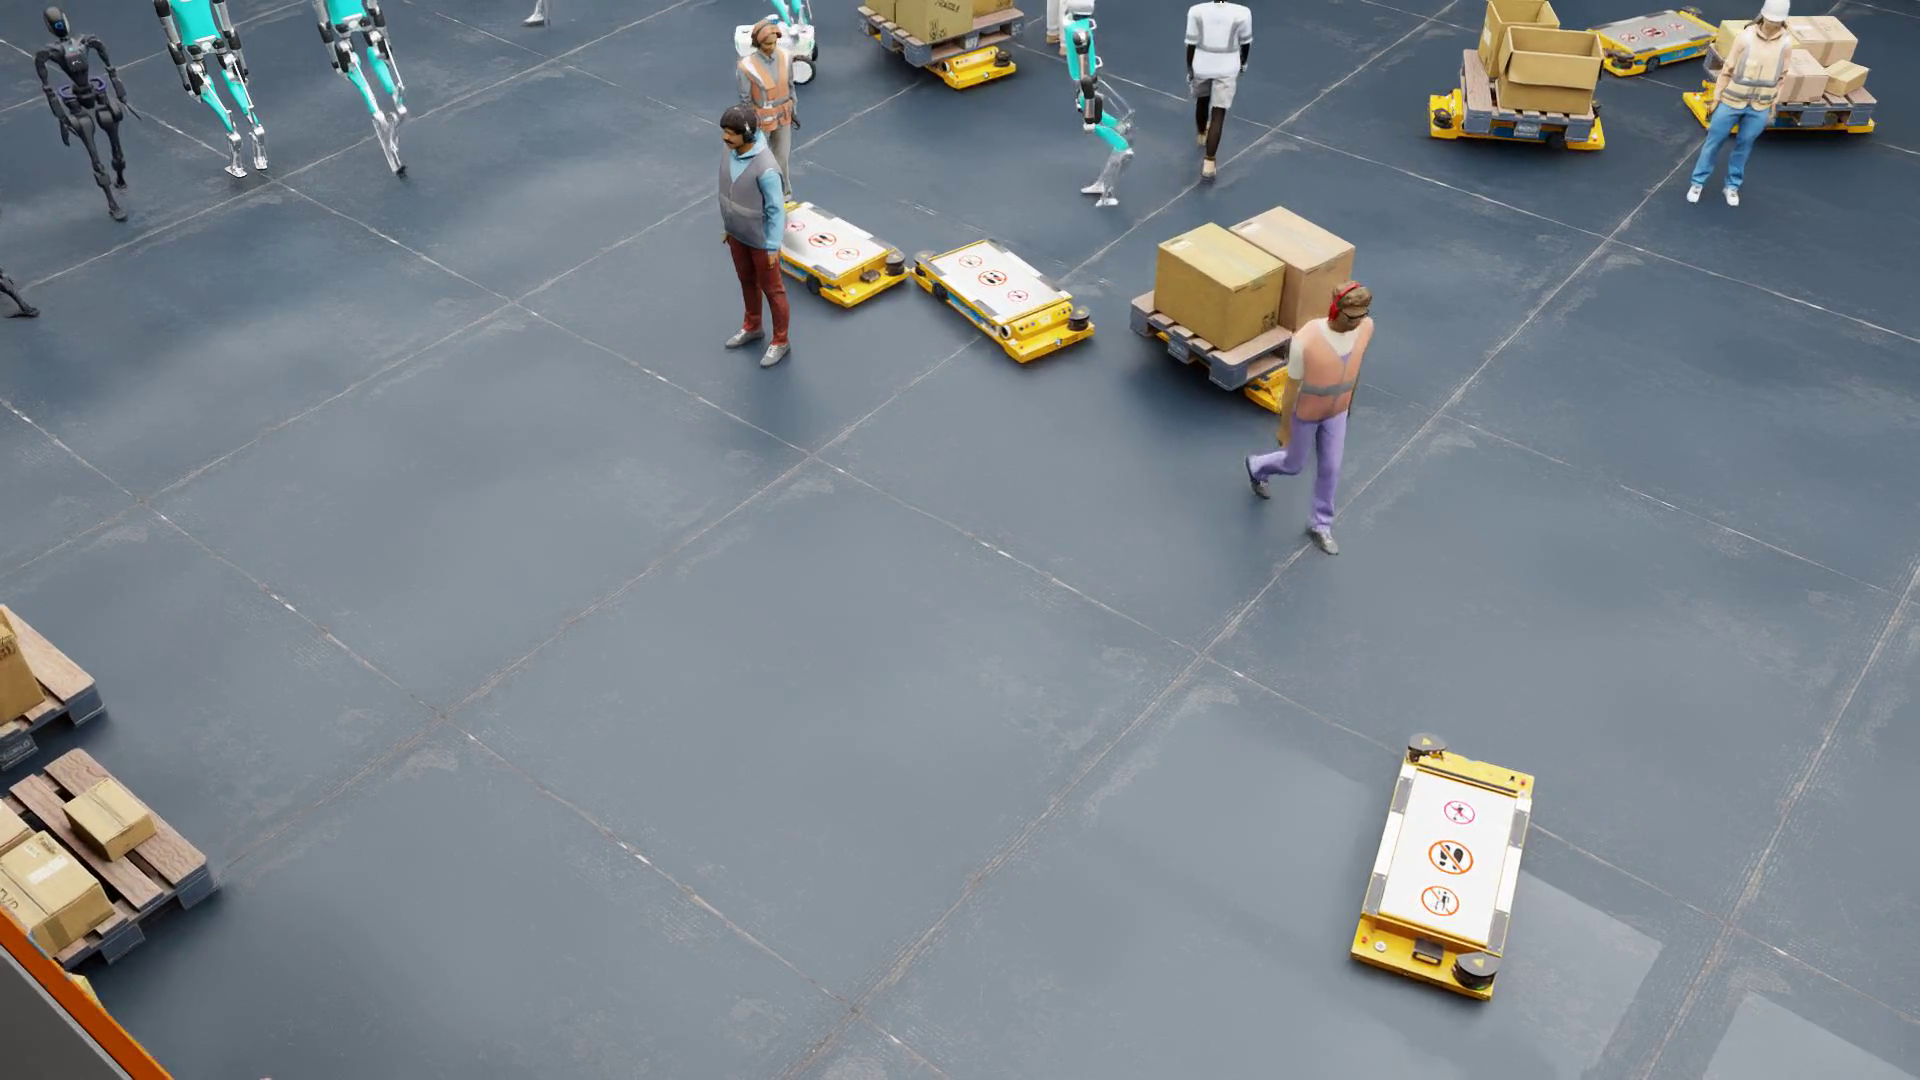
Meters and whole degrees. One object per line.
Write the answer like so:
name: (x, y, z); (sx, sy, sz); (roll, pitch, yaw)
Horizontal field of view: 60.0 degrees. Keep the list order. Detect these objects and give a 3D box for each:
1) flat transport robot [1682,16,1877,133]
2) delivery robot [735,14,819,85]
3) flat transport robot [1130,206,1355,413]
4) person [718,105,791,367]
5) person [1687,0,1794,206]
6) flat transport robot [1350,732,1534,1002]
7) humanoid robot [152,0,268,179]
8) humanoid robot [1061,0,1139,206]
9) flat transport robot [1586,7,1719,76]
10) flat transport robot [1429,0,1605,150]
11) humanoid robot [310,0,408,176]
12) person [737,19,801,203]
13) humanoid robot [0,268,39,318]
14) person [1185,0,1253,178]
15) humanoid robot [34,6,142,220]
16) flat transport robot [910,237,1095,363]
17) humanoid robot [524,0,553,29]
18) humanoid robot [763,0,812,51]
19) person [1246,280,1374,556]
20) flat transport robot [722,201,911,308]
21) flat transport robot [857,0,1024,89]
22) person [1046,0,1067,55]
flat transport robot: (7.150, -3.784, 14.529); (1.431, 0.231, 0.659); (0, 40, 0)
delivery robot: (-1.655, -4.468, 15.119); (0.795, 0.602, 0.499); (0, 40, 0)
flat transport robot: (1.949, -1.395, 11.719); (0.659, 0.231, 1.431); (-27, 47, -28)
person: (-1.389, -2.075, 11.278); (0.544, 1.875, 0.409); (31, 49, 31)
person: (6.137, -3.439, 12.997); (0.491, 1.727, 0.371); (8, 41, 9)
flat transport robot: (2.413, 1.575, 8.225); (0.659, 0.231, 1.431); (15, 43, 17)
humanoid robot: (-5.834, -3.640, 13.123); (0.533, 1.677, 0.735); (-26, 47, -27)
humanoid robot: (1.140, -3.400, 12.928); (0.775, 1.742, 0.544); (-4, 40, -4)
flat transport robot: (6.515, -4.663, 15.564); (1.431, 0.231, 0.659); (-17, 43, -19)
flat transport robot: (4.805, -3.641, 14.362); (1.431, 0.231, 0.659); (7, 41, 8)
humanoid robot: (-4.779, -3.823, 13.510); (0.552, 1.866, 0.839); (-26, 47, -27)
person: (-1.459, -3.208, 12.792); (0.512, 1.640, 0.307); (-30, 49, -31)
humanoid robot: (-7.101, -2.305, 11.718); (0.675, 1.635, 0.590); (1, 40, 1)
person: (2.067, -3.816, 13.496); (0.525, 1.651, 0.908); (12, 42, 14)
humanoid robot: (-6.746, -3.360, 12.969); (0.600, 1.638, 0.689); (-29, 48, -29)
flat transport robot: (0.291, -1.793, 12.187); (0.659, 0.231, 1.431); (-24, 46, -26)
humanoid robot: (-4.034, -5.588, 15.608); (0.722, 1.905, 0.549); (-20, 44, -22)
humanoid robot: (-1.543, -4.902, 14.778); (0.552, 1.850, 0.793); (-23, 46, -25)
person: (2.078, -0.804, 9.838); (0.581, 1.814, 0.756); (-16, 43, -18)
flat transport robot: (-1.107, -2.219, 12.688); (1.431, 0.231, 0.659); (32, 50, 32)
flat transport robot: (-0.165, -4.609, 15.499); (0.659, 0.231, 1.431); (-24, 46, -26)
person: (1.006, -5.367, 15.187); (0.429, 1.835, 0.615); (-14, 42, -16)
